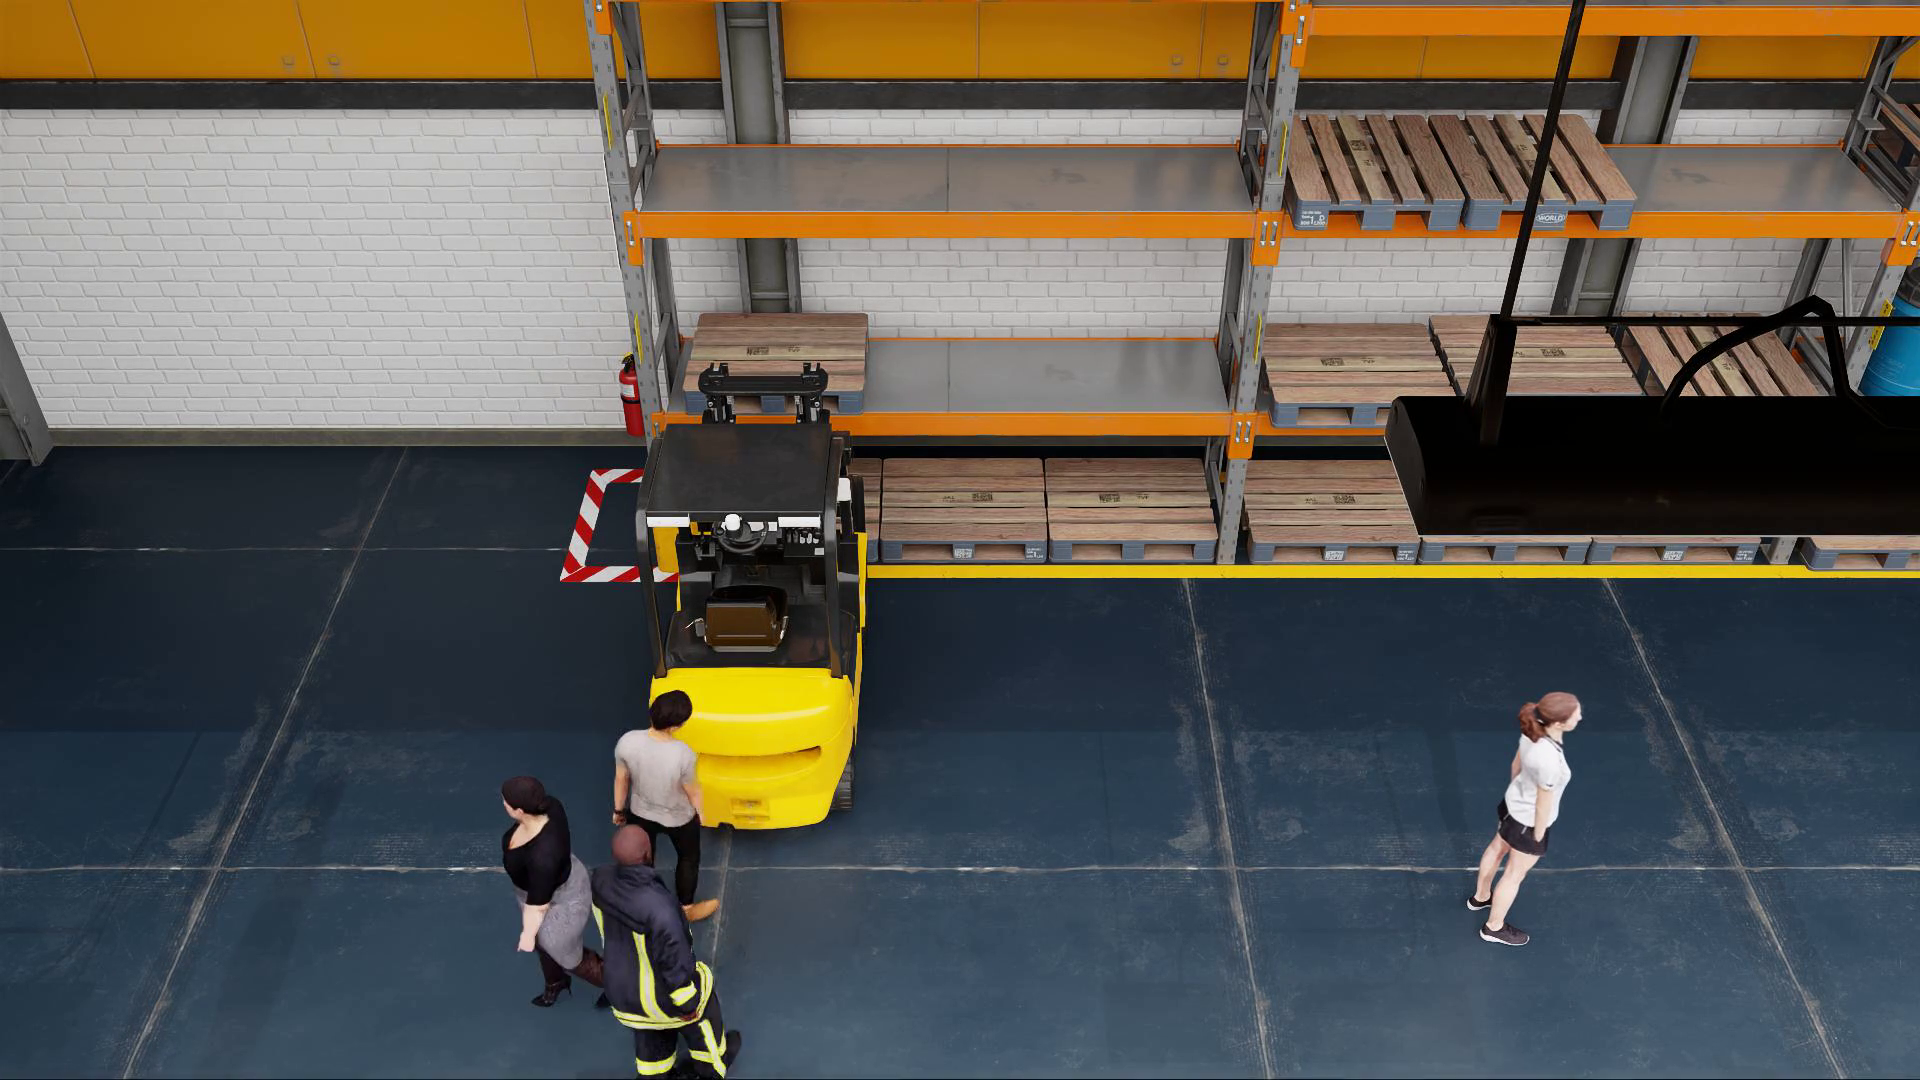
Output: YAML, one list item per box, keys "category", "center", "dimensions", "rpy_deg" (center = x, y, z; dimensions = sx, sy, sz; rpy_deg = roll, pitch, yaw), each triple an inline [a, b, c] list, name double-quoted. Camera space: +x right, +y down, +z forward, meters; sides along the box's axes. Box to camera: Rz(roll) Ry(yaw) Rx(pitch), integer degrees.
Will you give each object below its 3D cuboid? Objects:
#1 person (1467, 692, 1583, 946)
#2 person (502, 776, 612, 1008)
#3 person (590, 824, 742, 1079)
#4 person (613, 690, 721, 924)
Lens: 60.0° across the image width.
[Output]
- category: "person"
  center: [3.046, 1.481, 8.980]
  dimensions: [0.539, 1.752, 0.553]
  rpy_deg: [-1, 39, -1]
- category: "person"
  center: [-1.987, 1.844, 8.541]
  dimensions: [0.841, 1.731, 0.753]
  rpy_deg: [-9, 39, -11]
- category: "person"
  center: [-1.566, 2.140, 8.124]
  dimensions: [1.059, 1.787, 0.993]
  rpy_deg: [-32, 48, -33]
- category: "person"
  center: [-1.684, 1.488, 9.022]
  dimensions: [0.523, 1.687, 0.869]
  rpy_deg: [-2, 39, -2]
